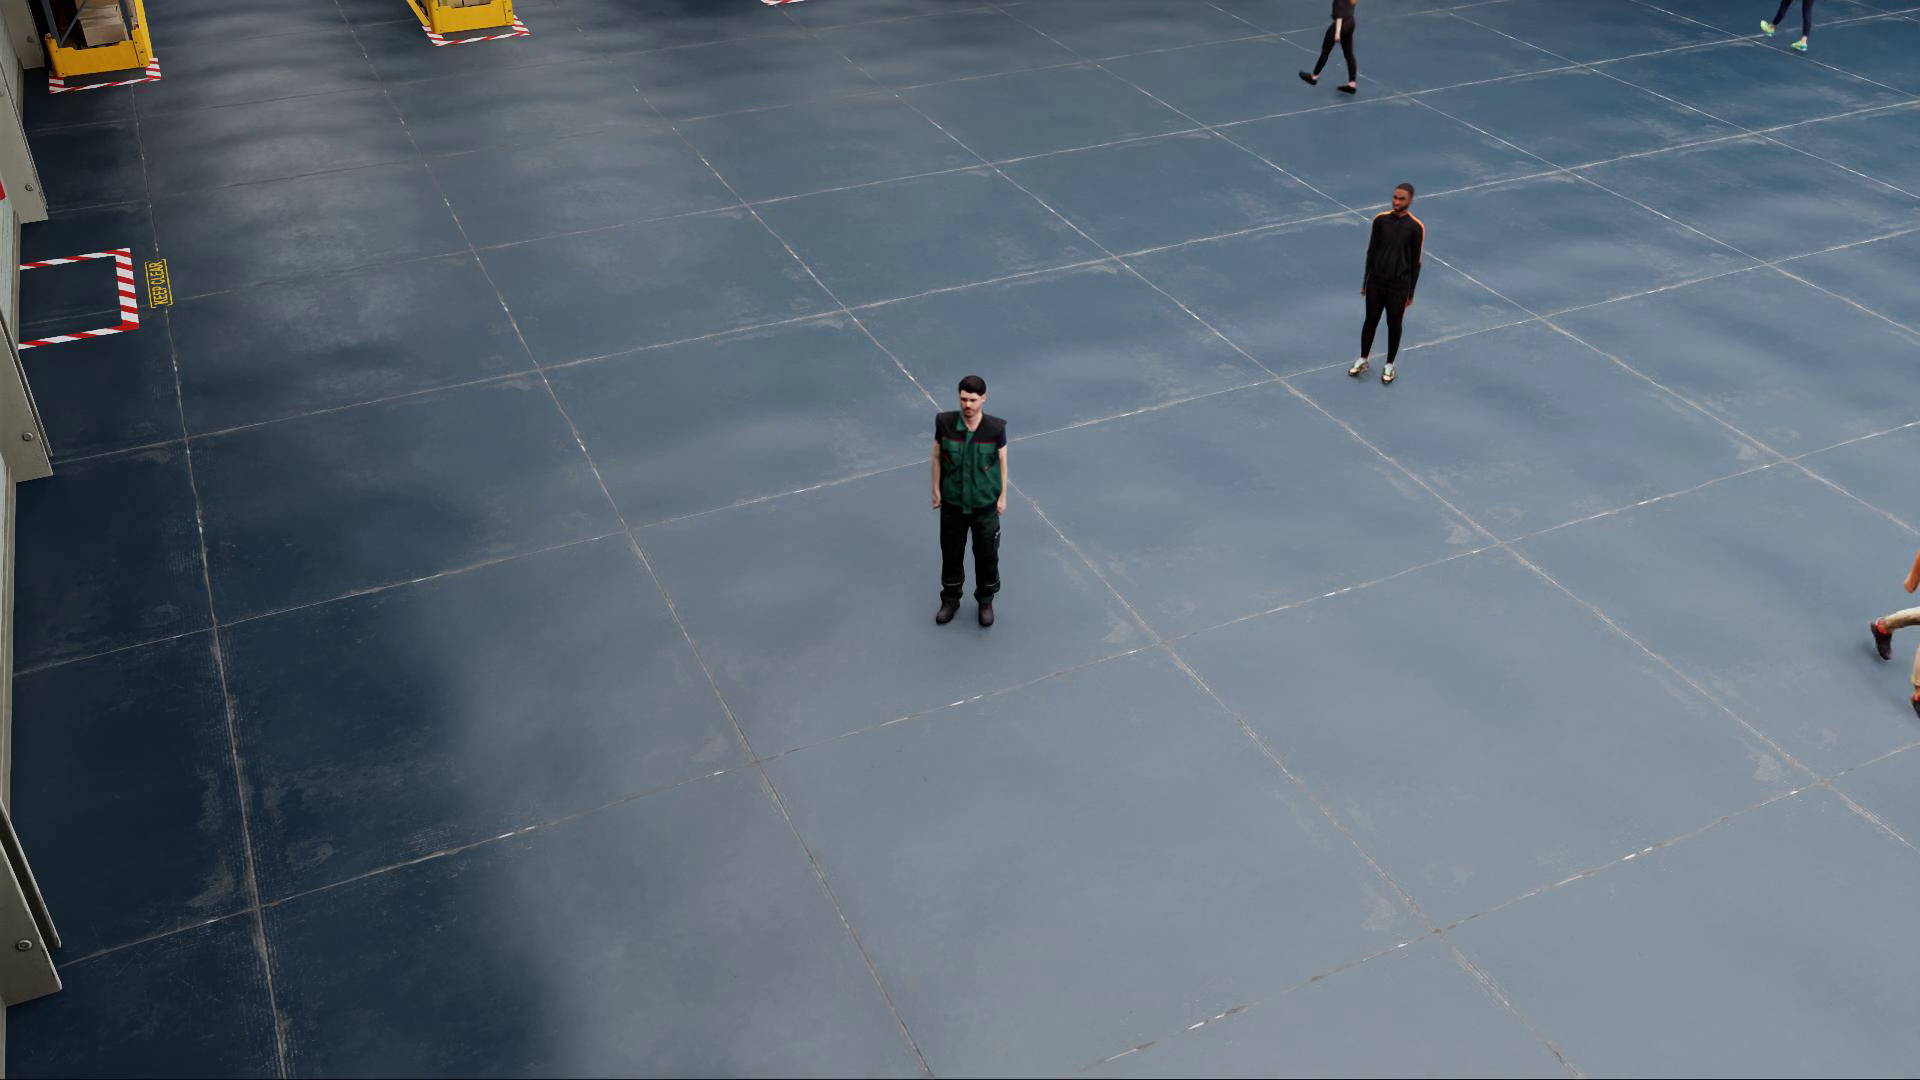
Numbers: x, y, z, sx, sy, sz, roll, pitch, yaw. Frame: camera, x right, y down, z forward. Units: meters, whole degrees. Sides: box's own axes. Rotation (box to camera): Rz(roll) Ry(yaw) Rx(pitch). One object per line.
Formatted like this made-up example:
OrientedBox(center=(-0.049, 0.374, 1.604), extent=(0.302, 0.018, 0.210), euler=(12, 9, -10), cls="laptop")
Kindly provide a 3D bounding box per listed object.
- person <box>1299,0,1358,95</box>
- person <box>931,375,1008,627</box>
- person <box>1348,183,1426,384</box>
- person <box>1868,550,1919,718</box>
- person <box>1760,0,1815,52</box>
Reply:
OrientedBox(center=(4.974, -6.529, 21.237), extent=(0.854, 1.678, 1.135), euler=(-28, 42, -36), cls="person")
OrientedBox(center=(0.068, -0.281, 11.424), extent=(0.758, 1.901, 0.760), euler=(3, 33, 5), cls="person")
OrientedBox(center=(3.765, -2.262, 14.556), extent=(0.665, 1.808, 0.762), euler=(18, 37, 25), cls="person")
OrientedBox(center=(6.339, 0.205, 10.751), extent=(0.815, 1.820, 1.211), euler=(-7, 34, -11), cls="person")
OrientedBox(center=(11.654, -7.570, 22.858), extent=(0.816, 1.656, 1.227), euler=(-6, 34, -10), cls="person")
